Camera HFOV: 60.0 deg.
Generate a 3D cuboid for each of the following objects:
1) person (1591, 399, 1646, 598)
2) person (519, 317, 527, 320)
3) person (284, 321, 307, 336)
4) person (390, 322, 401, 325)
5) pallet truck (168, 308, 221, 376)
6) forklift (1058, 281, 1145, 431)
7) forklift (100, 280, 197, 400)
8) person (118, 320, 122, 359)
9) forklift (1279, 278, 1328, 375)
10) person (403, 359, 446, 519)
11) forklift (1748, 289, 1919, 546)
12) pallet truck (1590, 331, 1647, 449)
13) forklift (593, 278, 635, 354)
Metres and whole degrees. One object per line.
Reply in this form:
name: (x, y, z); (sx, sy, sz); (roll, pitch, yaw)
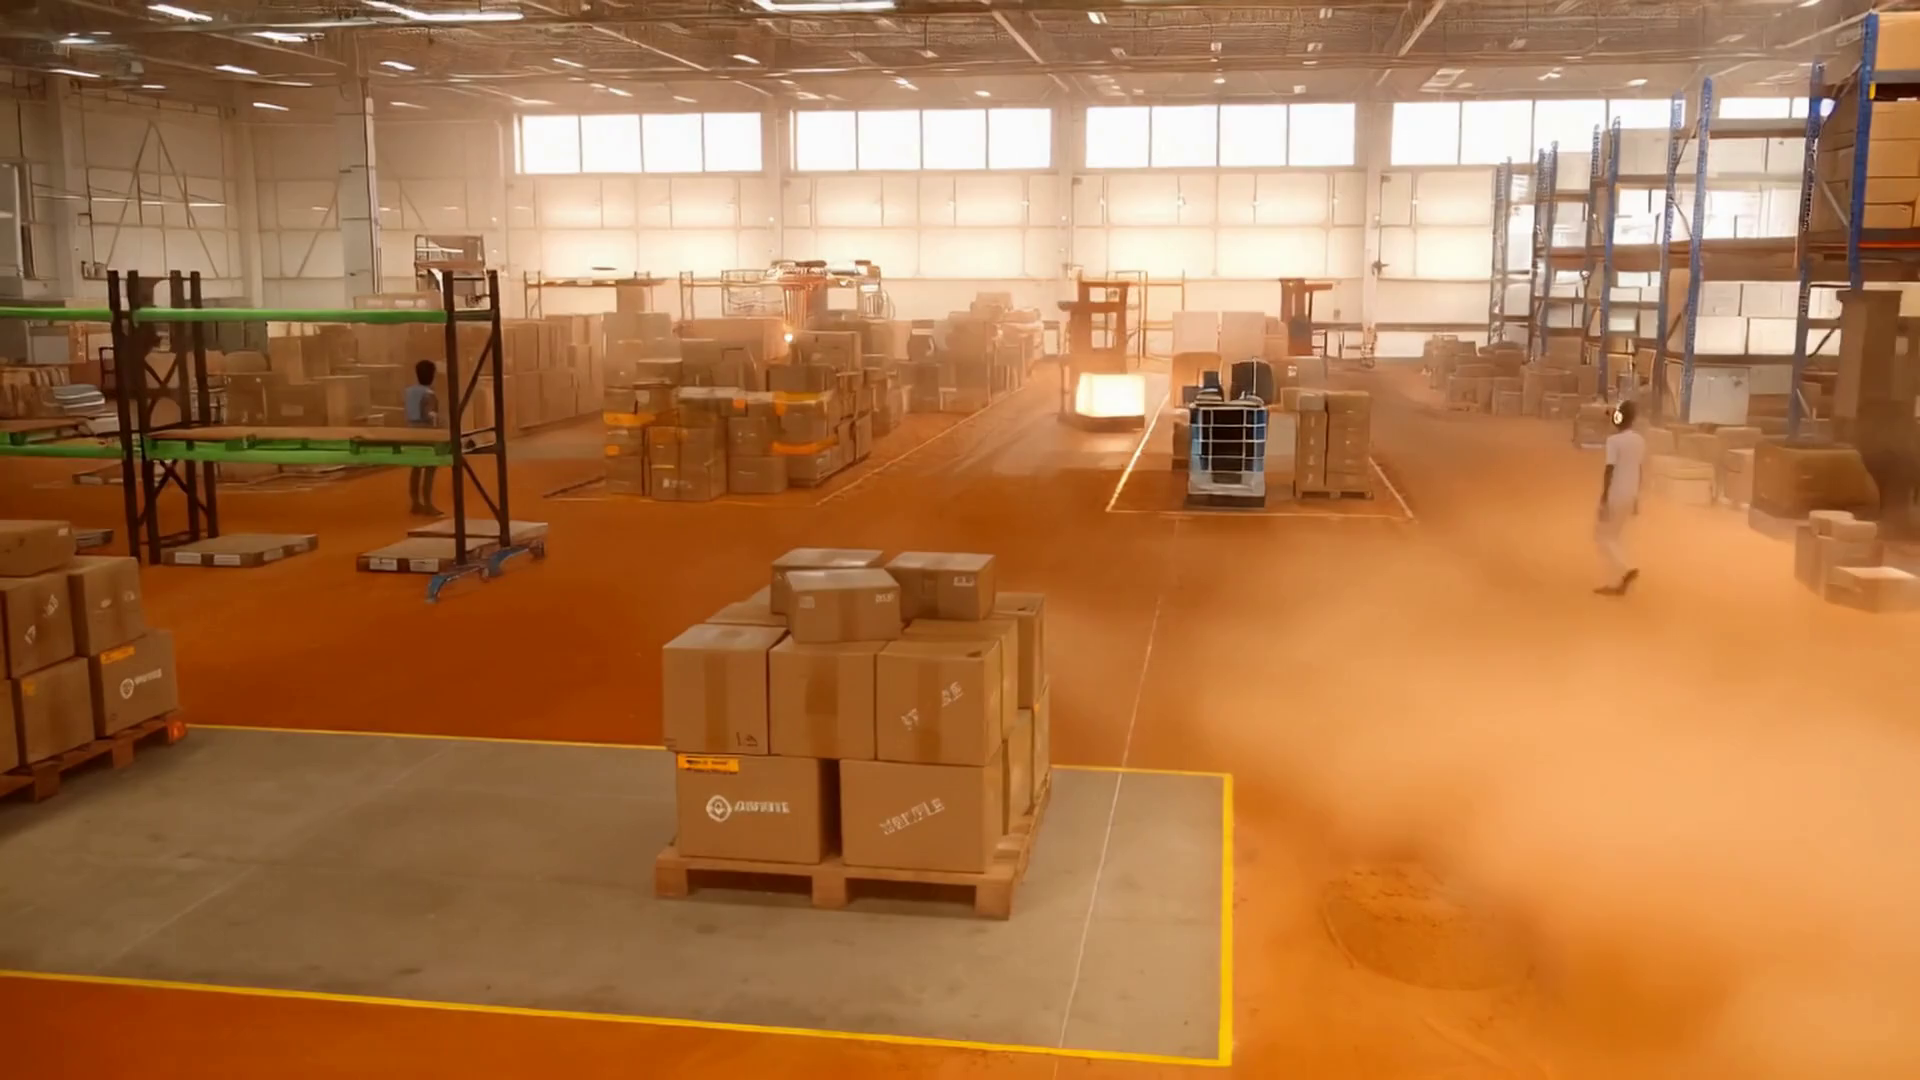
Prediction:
person: (6.087, -0.369, 15.334); (0.553, 1.857, 0.436); (-5, 11, -29)
person: (-10.531, -4.425, 40.231); (0.553, 1.908, 0.893); (0, 9, 2)
person: (-18.894, -5.561, 47.341); (0.620, 1.856, 0.765); (-3, 10, -21)
person: (-14.987, -5.036, 43.978); (0.839, 1.913, 0.632); (-1, 9, -5)
pallet truck: (-21.869, -5.598, 47.154); (0.823, 1.965, 1.885); (4, 10, 26)
forklift: (2.735, -3.550, 31.806); (1.129, 2.768, 1.873); (-3, 10, -17)
forklift: (-19.095, -4.717, 39.004); (1.873, 2.768, 1.129); (-1, 9, -6)
person: (-25.930, -6.095, 51.354); (0.317, 1.629, 0.509); (0, 9, 0)
forklift: (9.509, -6.140, 47.783); (1.873, 2.768, 1.129); (8, 12, 40)
person: (-6.556, -1.230, 20.366); (0.599, 1.957, 0.399); (7, 12, 37)
forklift: (9.964, -1.384, 18.447); (1.873, 2.768, 1.129); (1, 9, 9)
pallet truck: (11.253, -2.573, 28.499); (0.823, 1.965, 1.885); (5, 10, 27)
forklift: (-9.092, -5.749, 45.369); (1.873, 2.768, 1.129); (0, 9, 2)
